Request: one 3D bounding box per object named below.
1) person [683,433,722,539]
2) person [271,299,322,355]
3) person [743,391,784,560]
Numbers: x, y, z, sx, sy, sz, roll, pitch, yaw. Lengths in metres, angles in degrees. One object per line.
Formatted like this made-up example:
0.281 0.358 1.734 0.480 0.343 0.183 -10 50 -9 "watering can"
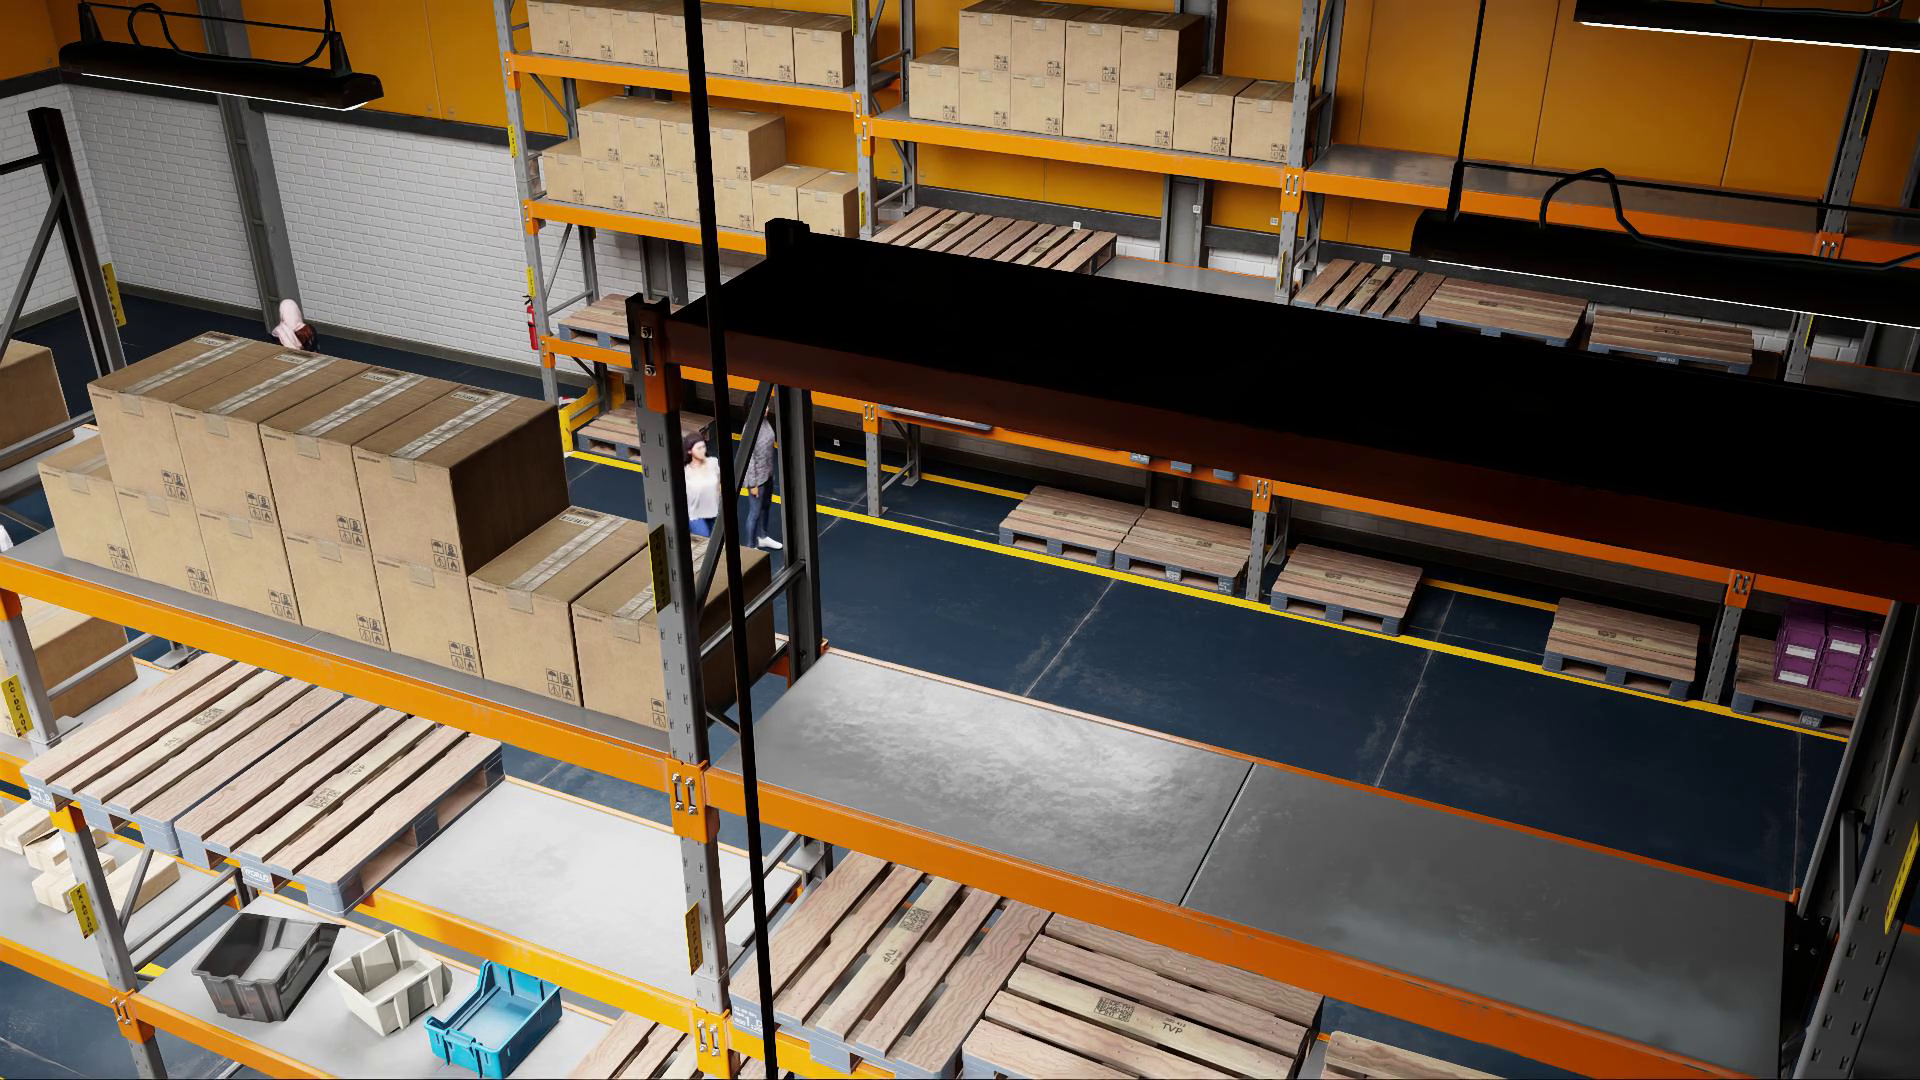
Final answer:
-2.422 -0.223 15.316 1.214 1.634 0.871 25 37 37 "person"
-7.256 -1.874 18.338 0.748 1.637 0.798 -13 31 -22 "person"
-1.935 -0.644 15.986 0.567 1.731 0.628 8 30 14 "person"
